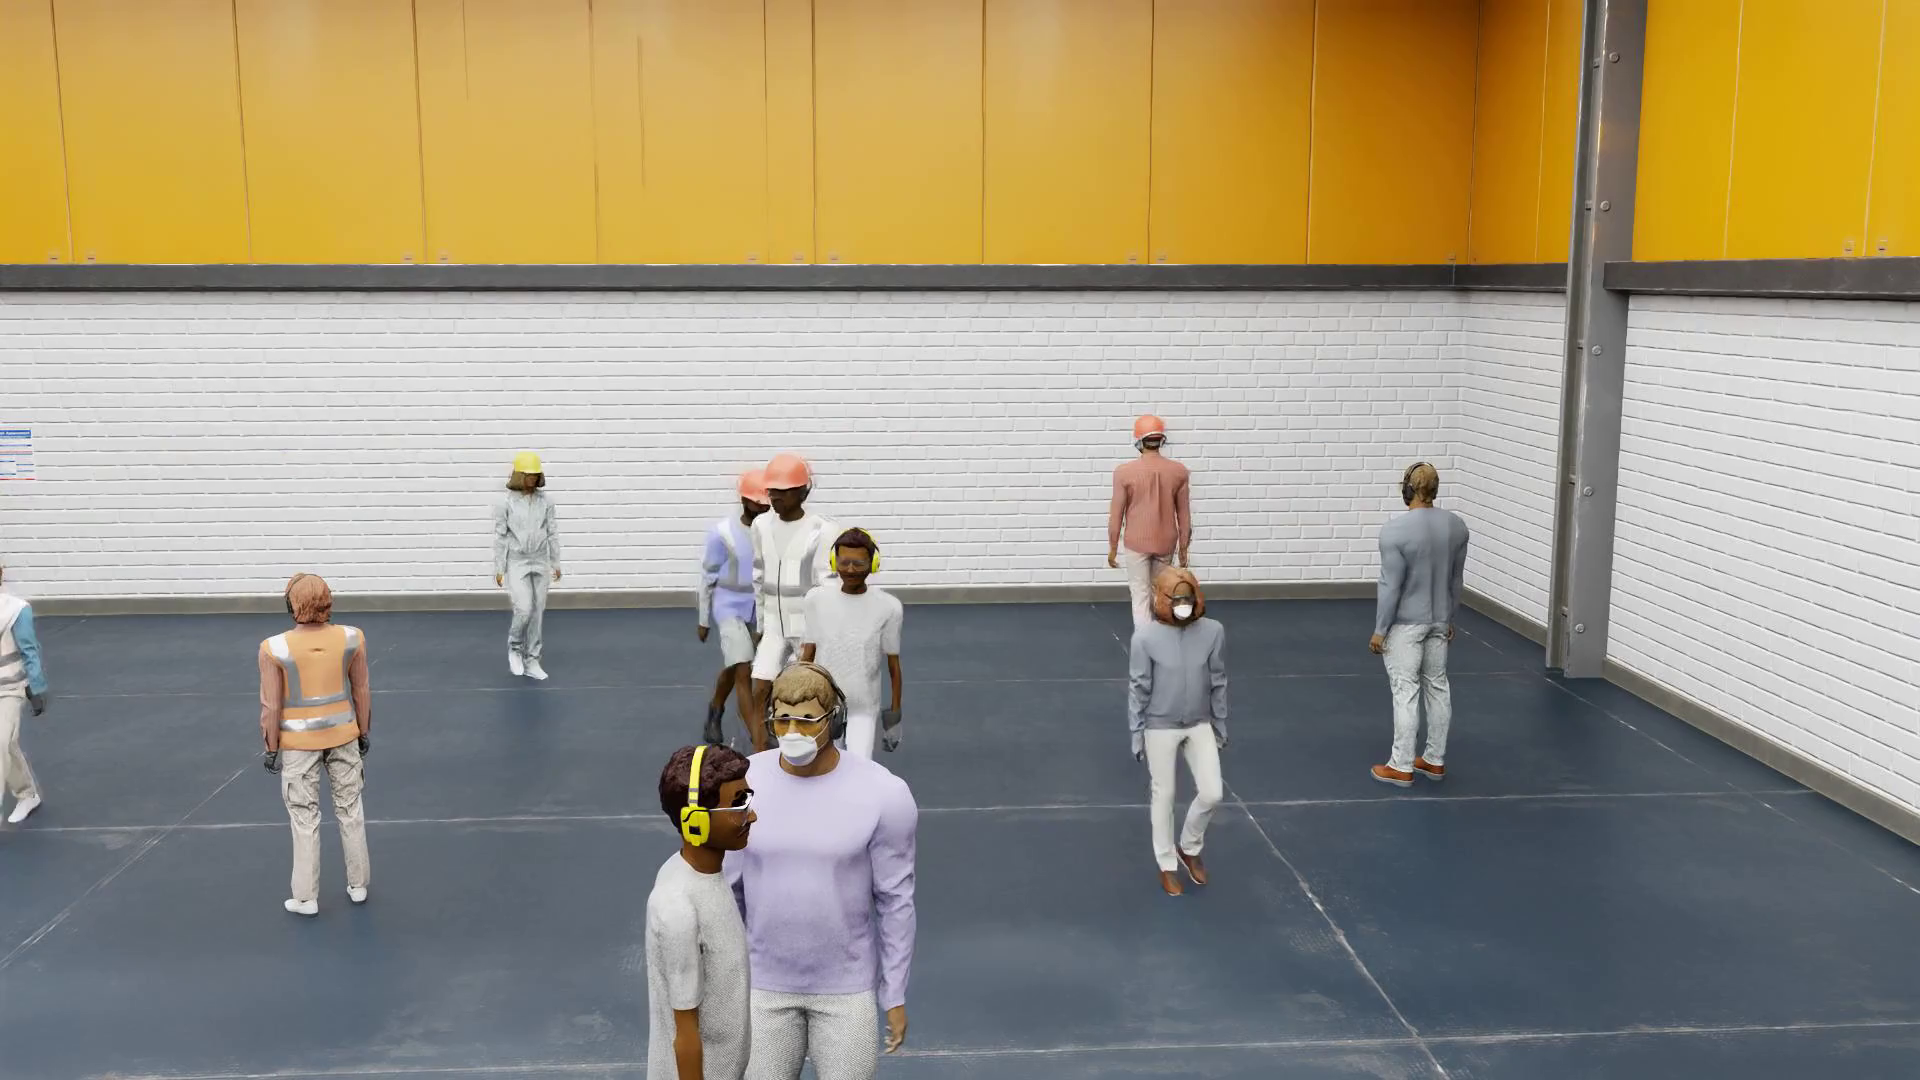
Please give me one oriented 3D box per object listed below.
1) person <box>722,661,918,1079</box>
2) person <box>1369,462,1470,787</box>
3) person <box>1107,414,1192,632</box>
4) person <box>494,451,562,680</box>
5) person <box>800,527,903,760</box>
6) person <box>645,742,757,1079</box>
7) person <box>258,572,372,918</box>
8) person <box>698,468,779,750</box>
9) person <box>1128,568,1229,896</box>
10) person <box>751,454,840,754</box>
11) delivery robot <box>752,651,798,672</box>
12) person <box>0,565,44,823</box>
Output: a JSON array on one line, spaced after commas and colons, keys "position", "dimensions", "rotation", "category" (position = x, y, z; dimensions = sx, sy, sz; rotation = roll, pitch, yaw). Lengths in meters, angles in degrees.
[{"position": [-0.438, 1.302, 4.861], "dimensions": [0.628, 1.940, 0.373], "rotation": [1, 9, 5], "category": "person"}, {"position": [2.713, 0.500, 9.899], "dimensions": [0.627, 1.940, 0.372], "rotation": [-5, 10, -27], "category": "person"}, {"position": [1.435, 0.028, 12.723], "dimensions": [0.612, 1.979, 0.426], "rotation": [-3, 9, -16], "category": "person"}, {"position": [-3.208, 0.195, 12.434], "dimensions": [0.355, 1.727, 0.507], "rotation": [9, 13, 44], "category": "person"}, {"position": [-0.539, 0.830, 8.139], "dimensions": [0.533, 1.840, 0.874], "rotation": [2, 9, 15], "category": "person"}, {"position": [-0.631, 1.430, 4.272], "dimensions": [0.328, 1.872, 0.508], "rotation": [-1, 9, -5], "category": "person"}, {"position": [-3.044, 0.968, 7.896], "dimensions": [0.518, 1.640, 0.307], "rotation": [-8, 12, -40], "category": "person"}, {"position": [-1.367, 0.460, 10.483], "dimensions": [0.532, 1.854, 1.126], "rotation": [-7, 11, -36], "category": "person"}, {"position": [1.072, 0.939, 8.119], "dimensions": [0.537, 1.619, 0.344], "rotation": [-2, 9, -13], "category": "person"}, {"position": [-1.025, 0.522, 9.518], "dimensions": [0.644, 2.009, 0.909], "rotation": [5, 10, 28], "category": "person"}, {"position": [-1.176, 0.786, 12.138], "dimensions": [0.707, 0.478, 0.477], "rotation": [-4, 10, -21], "category": "delivery robot"}, {"position": [-5.221, 0.828, 8.931], "dimensions": [0.522, 1.588, 0.892], "rotation": [0, 9, 2], "category": "person"}]
